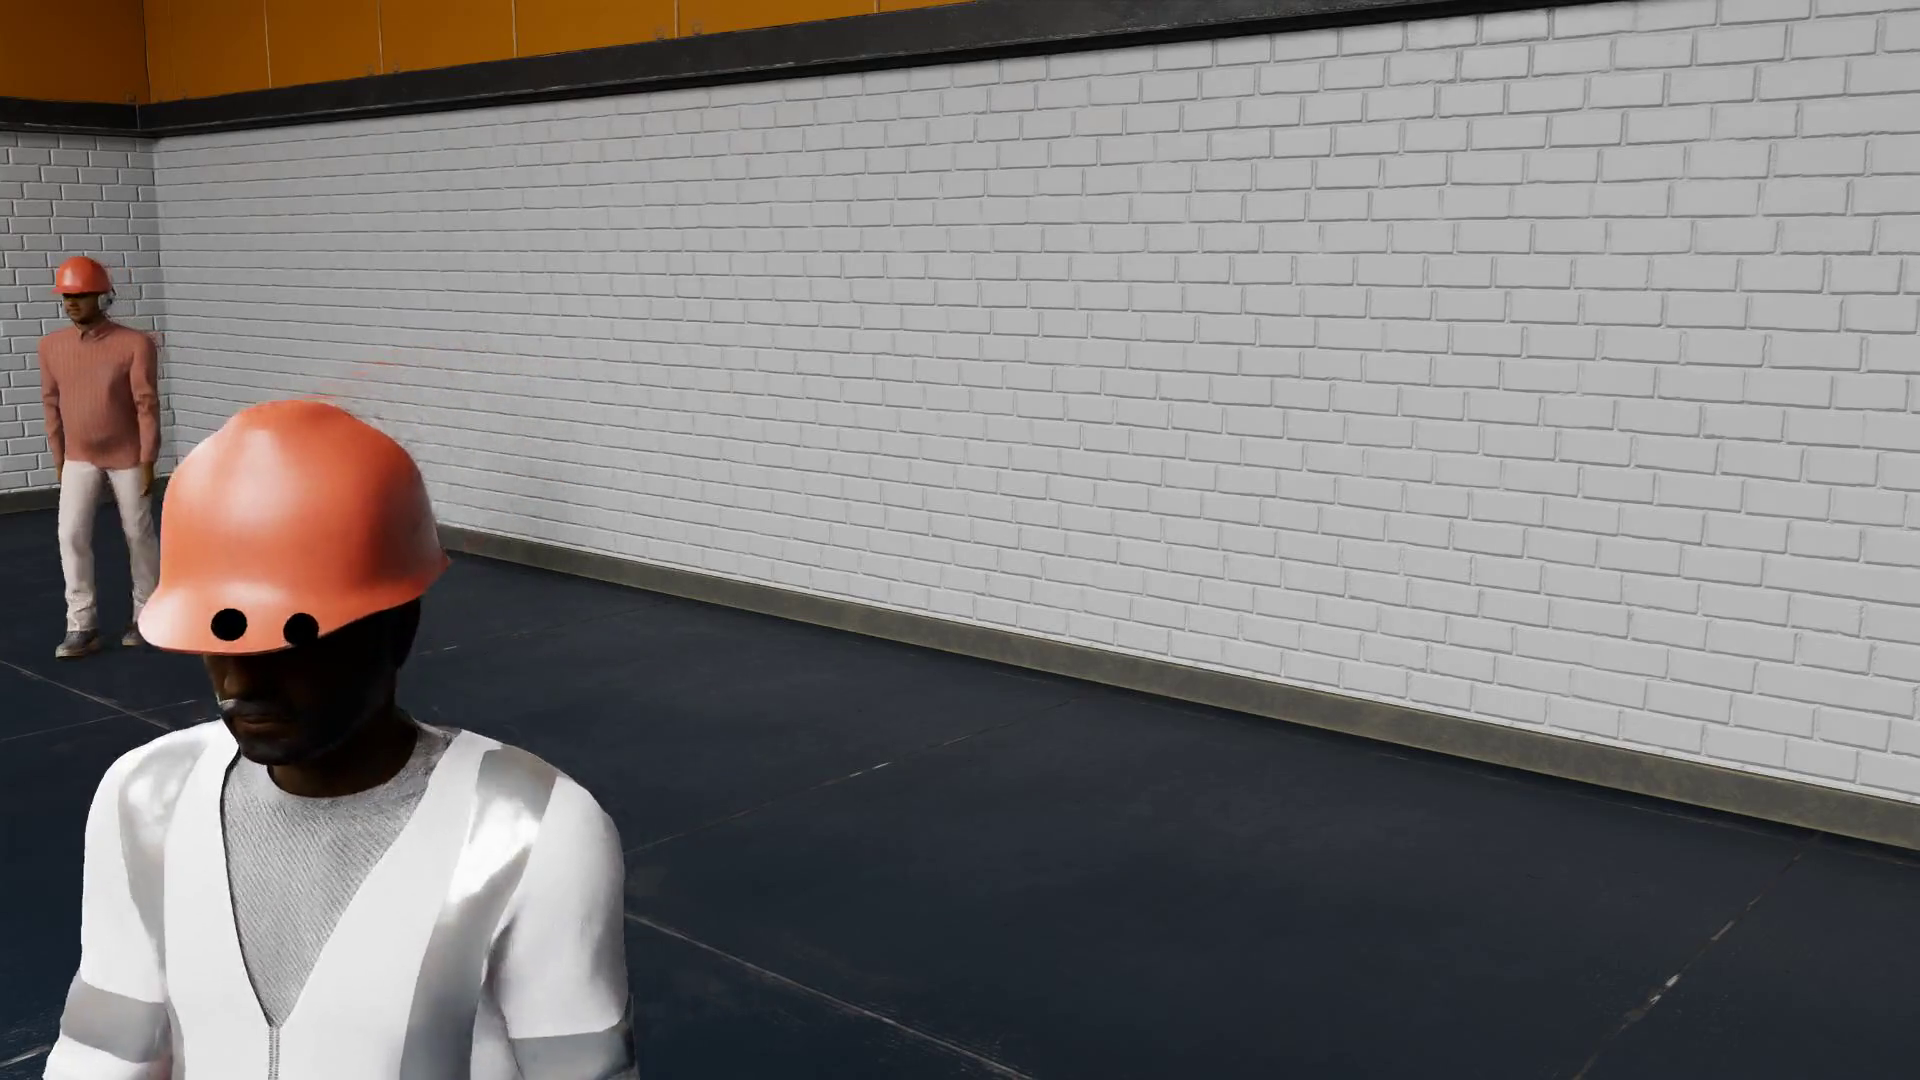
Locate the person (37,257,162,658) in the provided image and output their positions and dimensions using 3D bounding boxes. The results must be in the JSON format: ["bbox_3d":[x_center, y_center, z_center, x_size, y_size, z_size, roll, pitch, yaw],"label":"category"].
[{"bbox_3d":[-4.269,-0.400,8.240,0.625,1.965,0.794,-1,10,-4],"label":"person"}]

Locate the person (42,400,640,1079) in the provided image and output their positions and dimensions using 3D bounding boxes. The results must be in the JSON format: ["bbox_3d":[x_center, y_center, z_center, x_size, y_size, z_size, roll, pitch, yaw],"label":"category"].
[{"bbox_3d":[-0.624,0.804,1.647,0.567,1.879,1.004,3,10,15],"label":"person"}]
